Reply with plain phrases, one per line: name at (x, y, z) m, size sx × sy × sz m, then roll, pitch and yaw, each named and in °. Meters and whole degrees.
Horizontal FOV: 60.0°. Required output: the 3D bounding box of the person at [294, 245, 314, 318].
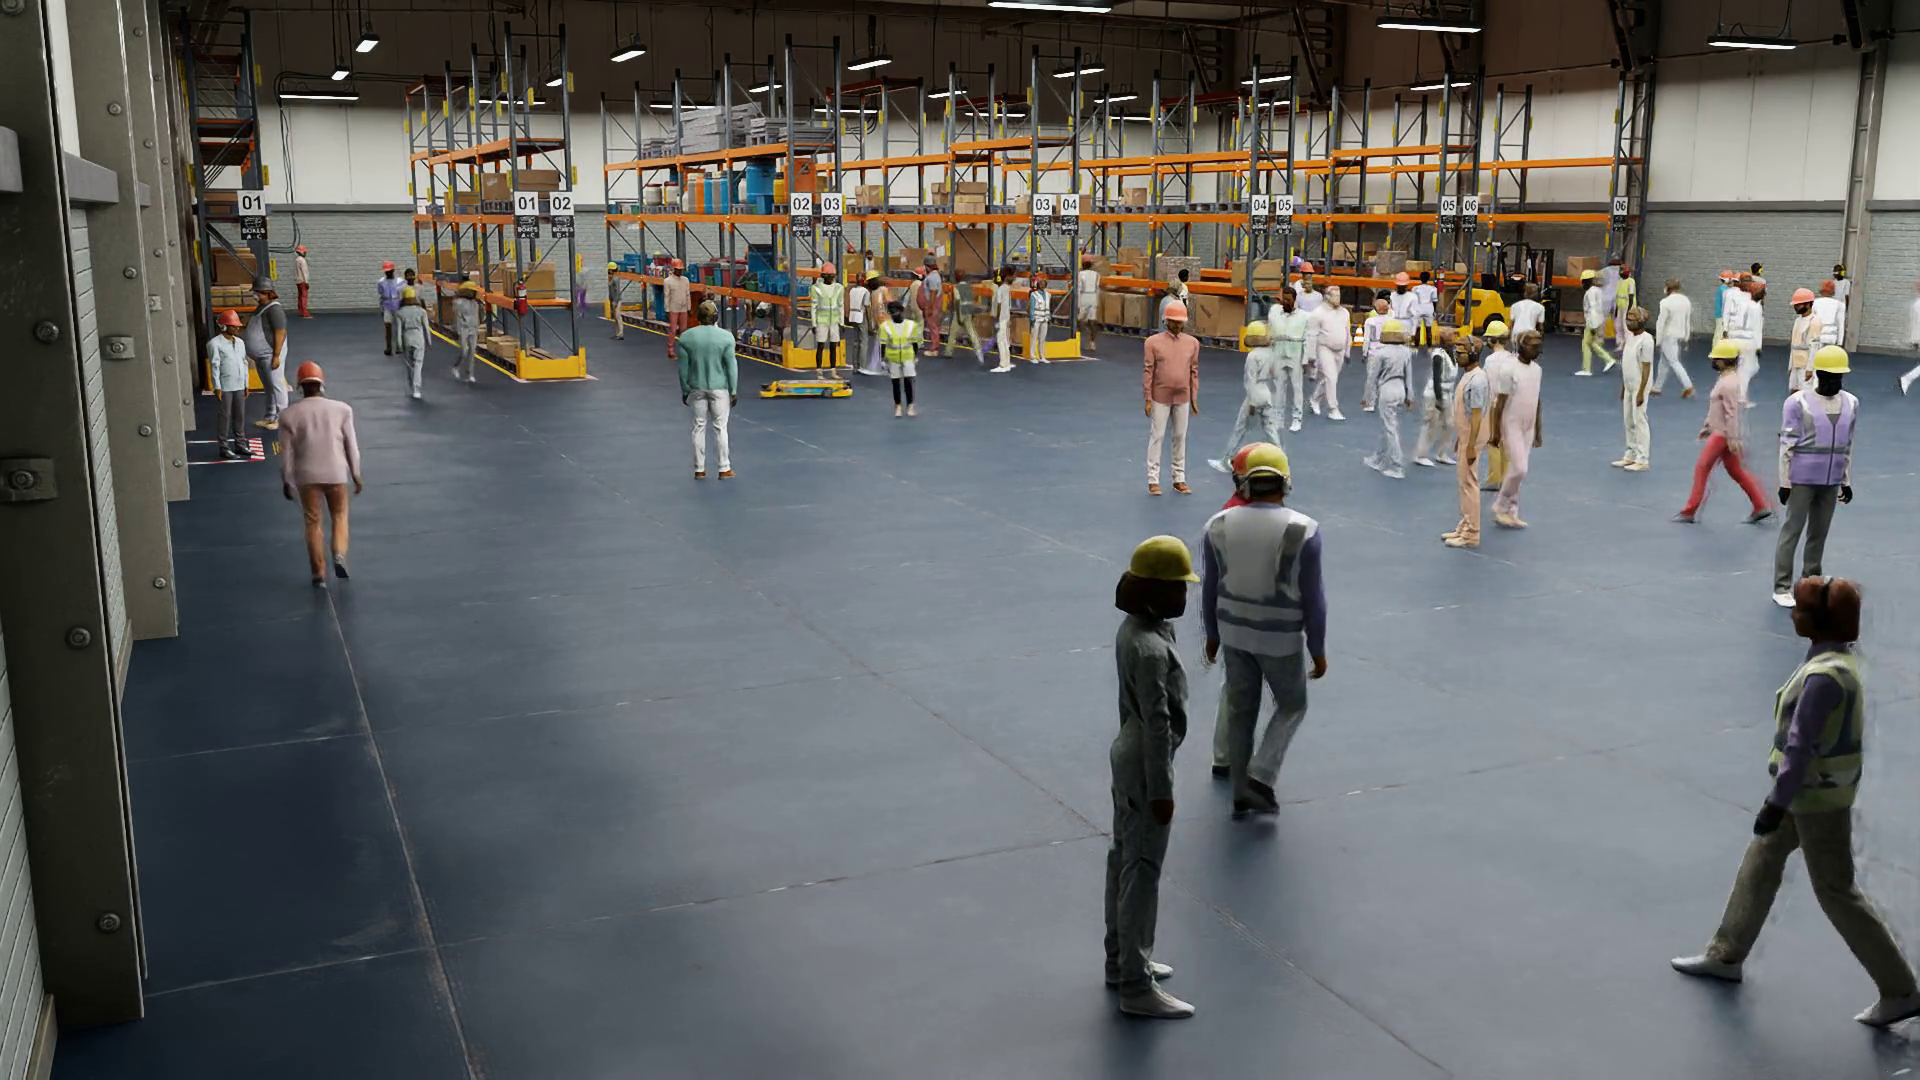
person at (-18.028, -7.072, 45.624) m, size 0.399 × 1.990 × 0.617 m, roll -9°, pitch 15°, yaw -40°

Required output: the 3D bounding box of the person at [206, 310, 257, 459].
person at (-8.576, -1.832, 19.599) m, size 0.349 × 1.744 × 0.564 m, roll 4°, pitch 12°, yaw 18°

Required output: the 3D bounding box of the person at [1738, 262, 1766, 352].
person at (16.415, -4.813, 34.472) m, size 0.328 × 1.861 × 0.502 m, roll -9°, pitch 14°, yaw -39°

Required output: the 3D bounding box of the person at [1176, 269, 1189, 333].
person at (4.718, -4.928, 35.484) m, size 0.321 × 1.686 × 0.539 m, roll -2°, pitch 11°, yaw -11°

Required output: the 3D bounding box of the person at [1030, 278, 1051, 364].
person at (1.542, -4.200, 31.908) m, size 0.515 × 1.636 × 0.315 m, roll -9°, pitch 15°, yaw -40°

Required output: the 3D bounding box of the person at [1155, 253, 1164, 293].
person at (5.529, -7.096, 46.321) m, size 0.336 × 1.758 × 0.521 m, roll 1°, pitch 11°, yaw 5°

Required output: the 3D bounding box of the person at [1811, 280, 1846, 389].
person at (13.320, -3.074, 25.681) m, size 0.630 × 1.855 × 0.742 m, roll 3°, pitch 11°, yaw 14°

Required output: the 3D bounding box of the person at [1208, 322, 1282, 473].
person at (3.207, -1.540, 18.232) m, size 0.914 × 1.688 × 0.502 m, roll 9°, pitch 14°, yaw 38°

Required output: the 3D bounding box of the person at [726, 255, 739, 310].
person at (-6.801, -7.661, 49.532) m, size 0.279 × 1.626 × 0.496 m, roll 9°, pitch 14°, yaw 38°

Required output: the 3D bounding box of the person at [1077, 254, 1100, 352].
person at (2.588, -4.964, 34.843) m, size 0.643 × 2.005 × 0.905 m, roll -6°, pitch 13°, yaw -28°

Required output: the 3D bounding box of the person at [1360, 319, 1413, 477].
person at (4.657, -1.573, 18.361) m, size 0.491 × 1.712 × 0.821 m, roll -6°, pitch 13°, yaw -29°

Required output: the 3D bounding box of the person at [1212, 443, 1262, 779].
person at (1.458, 0.365, 8.454) m, size 0.354 × 1.737 × 0.575 m, roll 2°, pitch 11°, yaw 11°

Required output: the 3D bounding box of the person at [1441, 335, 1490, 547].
person at (4.393, -0.850, 14.379) m, size 0.338 × 1.838 × 0.511 m, roll 2°, pitch 11°, yaw 9°

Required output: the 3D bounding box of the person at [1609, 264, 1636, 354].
person at (13.623, -4.726, 34.051) m, size 0.381 × 1.845 × 0.568 m, roll -1°, pitch 11°, yaw -5°

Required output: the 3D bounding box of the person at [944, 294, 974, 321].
person at (-0.016, -6.736, 44.228) m, size 0.650 × 1.871 × 0.929 m, roll -11°, pitch 16°, yaw -44°

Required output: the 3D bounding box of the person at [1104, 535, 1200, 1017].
person at (0.700, 0.840, 6.023) m, size 0.305 × 1.742 × 0.484 m, roll -1°, pitch 11°, yaw -5°

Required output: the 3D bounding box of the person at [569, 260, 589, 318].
person at (-10.472, -6.933, 45.641) m, size 0.592 × 1.684 × 0.823 m, roll 1°, pitch 11°, yaw 7°

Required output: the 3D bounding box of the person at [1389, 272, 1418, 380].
person at (7.208, -3.434, 27.340) m, size 0.568 × 1.895 × 0.867 m, roll 5°, pitch 12°, yaw 23°

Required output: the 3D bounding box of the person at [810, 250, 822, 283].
person at (-4.471, -8.154, 51.732) m, size 0.349 × 1.743 × 0.563 m, roll 2°, pitch 11°, yaw 12°

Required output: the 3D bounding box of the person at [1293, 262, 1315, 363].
person at (6.610, -4.352, 31.915) m, size 0.373 × 1.935 × 0.552 m, roll 9°, pitch 14°, yaw 38°

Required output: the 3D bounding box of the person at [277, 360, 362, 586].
person at (-4.966, -0.514, 12.899) m, size 0.596 × 1.740 × 0.414 m, roll -6°, pitch 12°, yaw -26°

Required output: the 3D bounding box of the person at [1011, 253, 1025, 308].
person at (1.638, -7.546, 48.728) m, size 0.529 × 1.712 × 0.939 m, roll -5°, pitch 12°, yaw -24°

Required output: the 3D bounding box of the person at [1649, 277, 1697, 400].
person at (11.123, -3.134, 25.867) m, size 0.630 × 1.898 × 0.991 m, roll -7°, pitch 13°, yaw -31°

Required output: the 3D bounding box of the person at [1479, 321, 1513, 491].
person at (5.552, -1.392, 17.309) m, size 0.326 × 1.767 × 0.533 m, roll 10°, pitch 15°, yaw 40°

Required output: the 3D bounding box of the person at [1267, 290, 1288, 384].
person at (5.361, -3.467, 28.247) m, size 0.543 × 1.612 × 0.654 m, roll -10°, pitch 15°, yaw -41°

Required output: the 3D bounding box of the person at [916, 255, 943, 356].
person at (-0.616, -4.739, 33.617) m, size 0.536 × 2.000 × 0.687 m, roll 0°, pitch 11°, yaw 2°

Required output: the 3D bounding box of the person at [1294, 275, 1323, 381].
person at (5.987, -3.644, 28.680) m, size 0.551 × 1.812 × 0.695 m, roll 2°, pitch 11°, yaw 12°

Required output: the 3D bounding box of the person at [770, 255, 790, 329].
person at (-4.167, -5.744, 39.132) m, size 0.648 × 1.887 × 0.517 m, roll -10°, pitch 15°, yaw -43°

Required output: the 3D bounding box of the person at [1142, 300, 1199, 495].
person at (2.163, -1.454, 17.042) m, size 0.610 × 1.993 × 0.380 m, roll -3°, pitch 12°, yaw -15°

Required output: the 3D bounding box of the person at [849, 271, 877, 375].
person at (-1.759, -3.850, 29.590) m, size 0.389 × 1.846 × 0.566 m, roll -9°, pitch 14°, yaw -37°

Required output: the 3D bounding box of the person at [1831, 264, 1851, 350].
person at (17.448, -4.539, 33.072) m, size 0.319 × 1.862 × 0.514 m, roll -2°, pitch 11°, yaw -12°

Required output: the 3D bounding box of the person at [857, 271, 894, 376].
person at (-1.429, -3.814, 29.383) m, size 0.837 × 1.857 × 0.656 m, roll -5°, pitch 12°, yaw -22°

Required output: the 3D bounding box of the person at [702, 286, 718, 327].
person at (-4.238, -3.451, 28.087) m, size 0.312 × 1.642 × 0.512 m, roll -6°, pitch 13°, yaw -27°

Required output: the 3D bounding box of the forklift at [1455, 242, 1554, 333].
forklift at (13.047, -6.049, 39.881) m, size 2.313 × 2.155 × 1.214 m, roll -5°, pitch 12°, yaw -23°

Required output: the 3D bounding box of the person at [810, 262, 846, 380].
person at (-2.242, -3.725, 28.479) m, size 0.631 × 2.036 × 0.415 m, roll -5°, pitch 12°, yaw -22°

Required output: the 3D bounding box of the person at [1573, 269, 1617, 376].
person at (11.275, -3.853, 29.486) m, size 0.681 × 1.895 × 0.604 m, roll 8°, pitch 13°, yaw 34°

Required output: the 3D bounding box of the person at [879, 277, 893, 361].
person at (-1.446, -4.317, 32.486) m, size 0.307 × 1.644 × 0.512 m, roll -1°, pitch 11°, yaw -6°

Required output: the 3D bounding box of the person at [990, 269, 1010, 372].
person at (0.737, -3.981, 30.243) m, size 0.328 × 1.861 × 0.503 m, roll 3°, pitch 11°, yaw 14°
